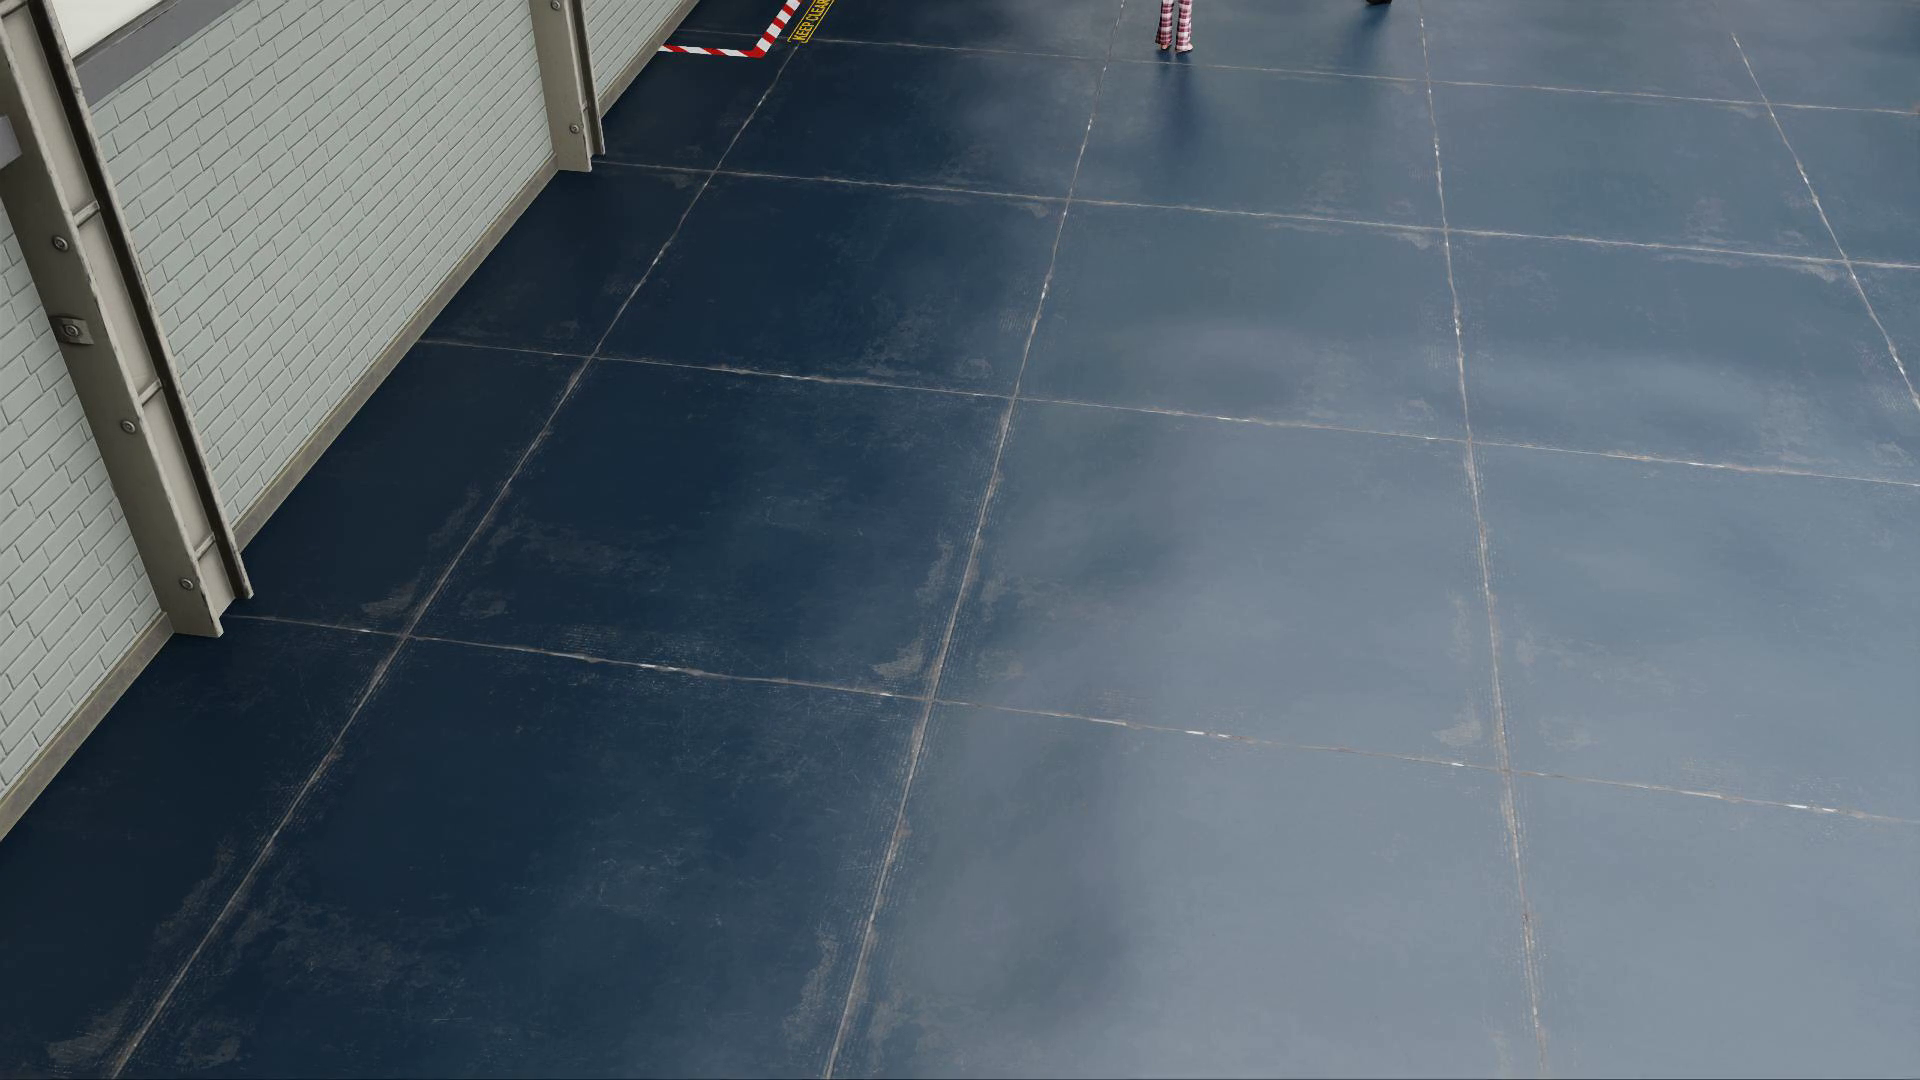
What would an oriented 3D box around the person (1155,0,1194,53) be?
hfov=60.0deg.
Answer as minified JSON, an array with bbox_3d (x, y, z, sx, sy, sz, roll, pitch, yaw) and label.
[{"bbox_3d":[2.066,-5.445,15.591,0.684,1.700,0.627,19,42,23],"label":"person"}]
